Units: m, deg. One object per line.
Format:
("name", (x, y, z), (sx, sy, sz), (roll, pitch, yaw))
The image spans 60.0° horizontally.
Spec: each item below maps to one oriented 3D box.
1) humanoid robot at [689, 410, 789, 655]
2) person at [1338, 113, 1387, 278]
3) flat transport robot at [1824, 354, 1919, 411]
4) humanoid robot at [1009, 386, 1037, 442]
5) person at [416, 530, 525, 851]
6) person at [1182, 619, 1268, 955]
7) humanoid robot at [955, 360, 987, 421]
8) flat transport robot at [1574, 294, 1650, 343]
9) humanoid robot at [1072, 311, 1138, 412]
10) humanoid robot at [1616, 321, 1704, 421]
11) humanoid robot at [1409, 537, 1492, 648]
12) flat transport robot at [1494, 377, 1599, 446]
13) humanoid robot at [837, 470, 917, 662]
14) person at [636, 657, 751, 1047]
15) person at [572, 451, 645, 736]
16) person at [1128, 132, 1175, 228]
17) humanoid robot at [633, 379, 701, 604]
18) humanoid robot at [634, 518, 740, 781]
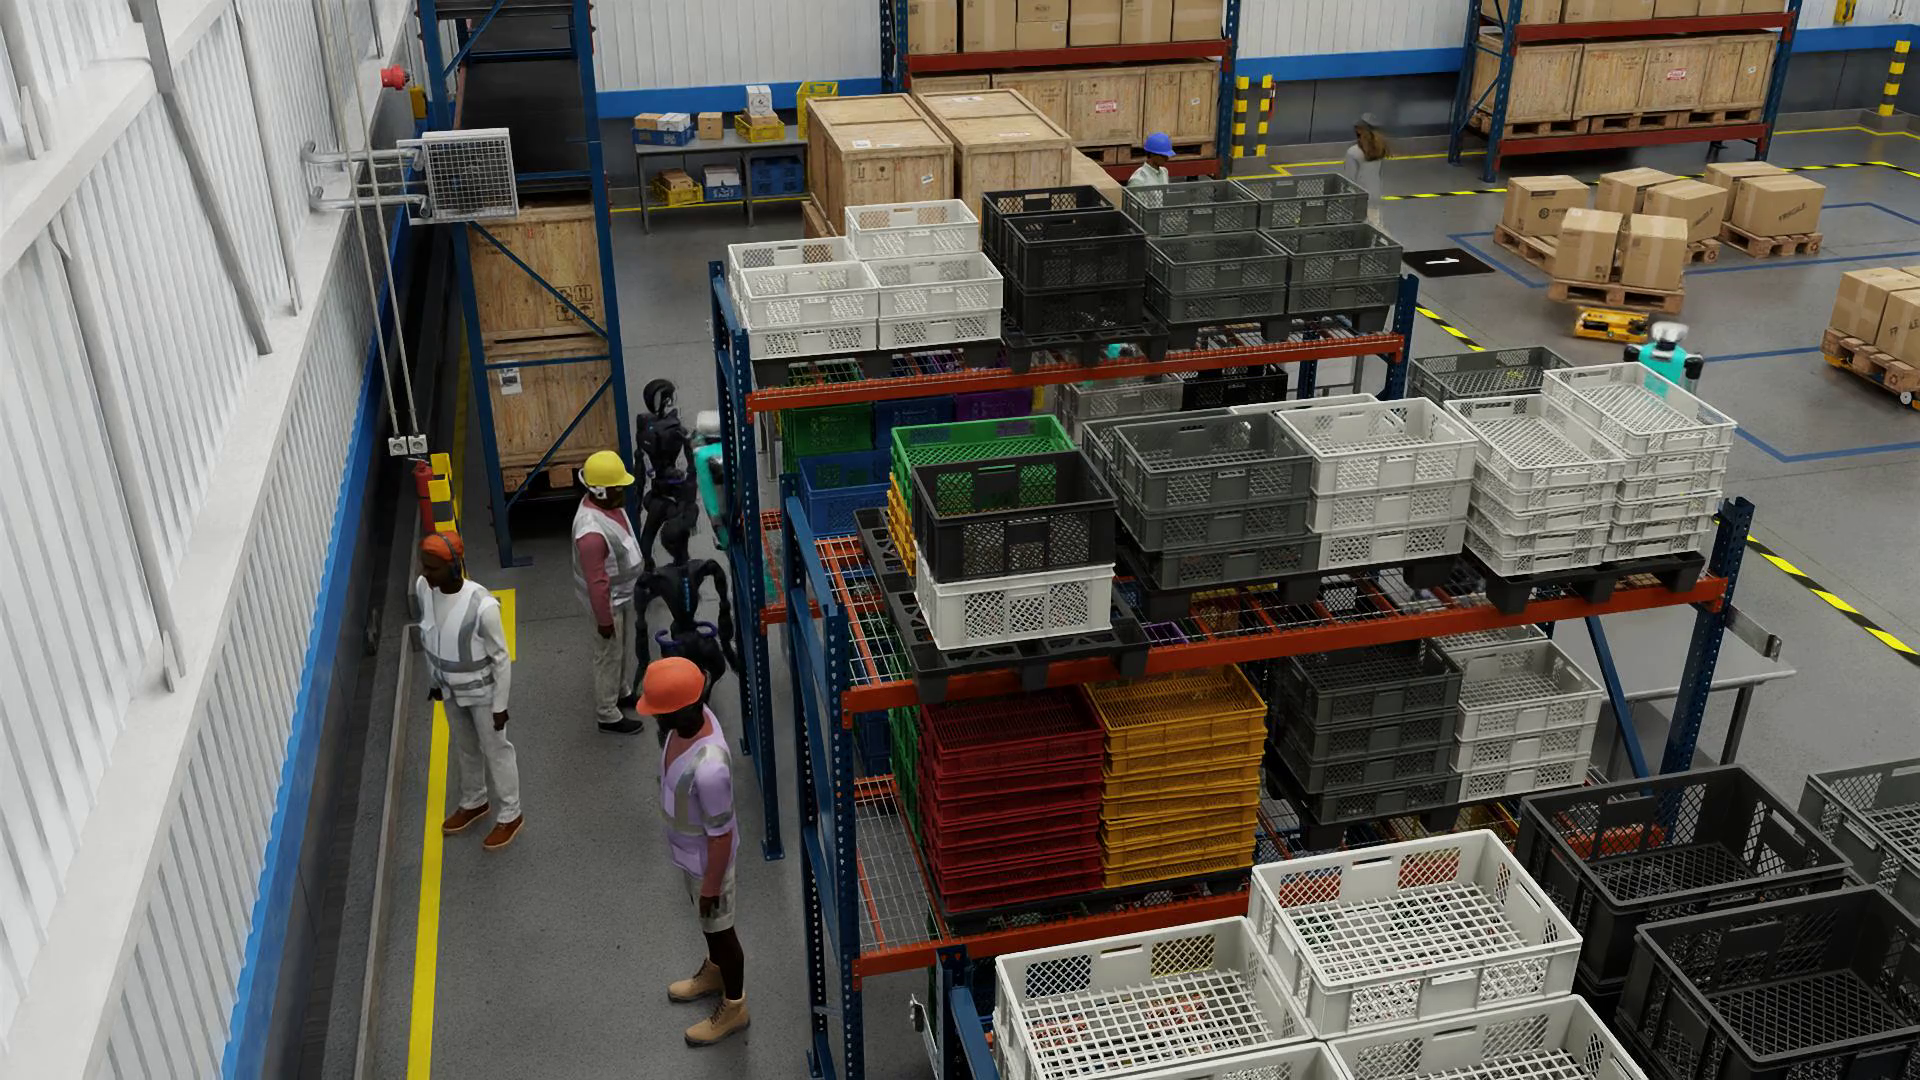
("humanoid robot", (-1.274, -0.002, 10.532), (0.789, 1.835, 0.550), (-12, 30, -21))
("person", (4.148, -3.573, 17.258), (0.579, 1.716, 0.939), (-16, 32, -28))
("flat transport robot", (8.473, -1.467, 14.800), (0.652, 0.197, 1.431), (-6, 28, -12))
("humanoid robot", (0.389, -0.263, 11.025), (0.592, 1.648, 0.328), (21, 34, 34))
("person", (-2.606, 0.793, 8.812), (0.573, 1.882, 0.360), (17, 32, 28))
("person", (1.291, 1.201, 8.079), (0.429, 1.846, 0.625), (22, 35, 36))
("humanoid robot", (-0.039, -0.468, 11.350), (0.542, 1.798, 0.681), (-24, 36, -38))
("flat transport robot", (6.426, -2.301, 16.382), (0.652, 0.197, 1.431), (9, 29, 17))
("humanoid robot", (0.899, -0.734, 11.844), (0.552, 1.732, 0.974), (21, 35, 35))
("humanoid robot", (5.048, -0.814, 12.078), (0.540, 1.772, 1.041), (16, 32, 28))
("humanoid robot", (2.781, 0.496, 9.634), (0.585, 1.639, 0.694), (-8, 29, -14))
("flat transport robot", (4.780, -1.036, 14.013), (0.659, 0.231, 1.431), (-6, 28, -12))
("humanoid robot", (-0.332, 0.146, 10.272), (0.837, 1.856, 0.555), (-5, 28, -9))
("person", (-1.194, 1.398, 7.506), (0.388, 2.033, 0.604), (-10, 29, -18))
("person", (-2.049, 0.310, 9.799), (0.410, 1.823, 0.584), (-1, 28, -2))
("person", (1.793, -2.897, 15.756), (0.412, 1.939, 0.602), (19, 33, 31))
("humanoid robot", (-1.958, -0.265, 11.042), (0.598, 1.650, 0.414), (20, 34, 33))
("humanoid robot", (-1.535, 0.638, 9.324), (0.612, 1.642, 0.307), (-14, 31, -25))
